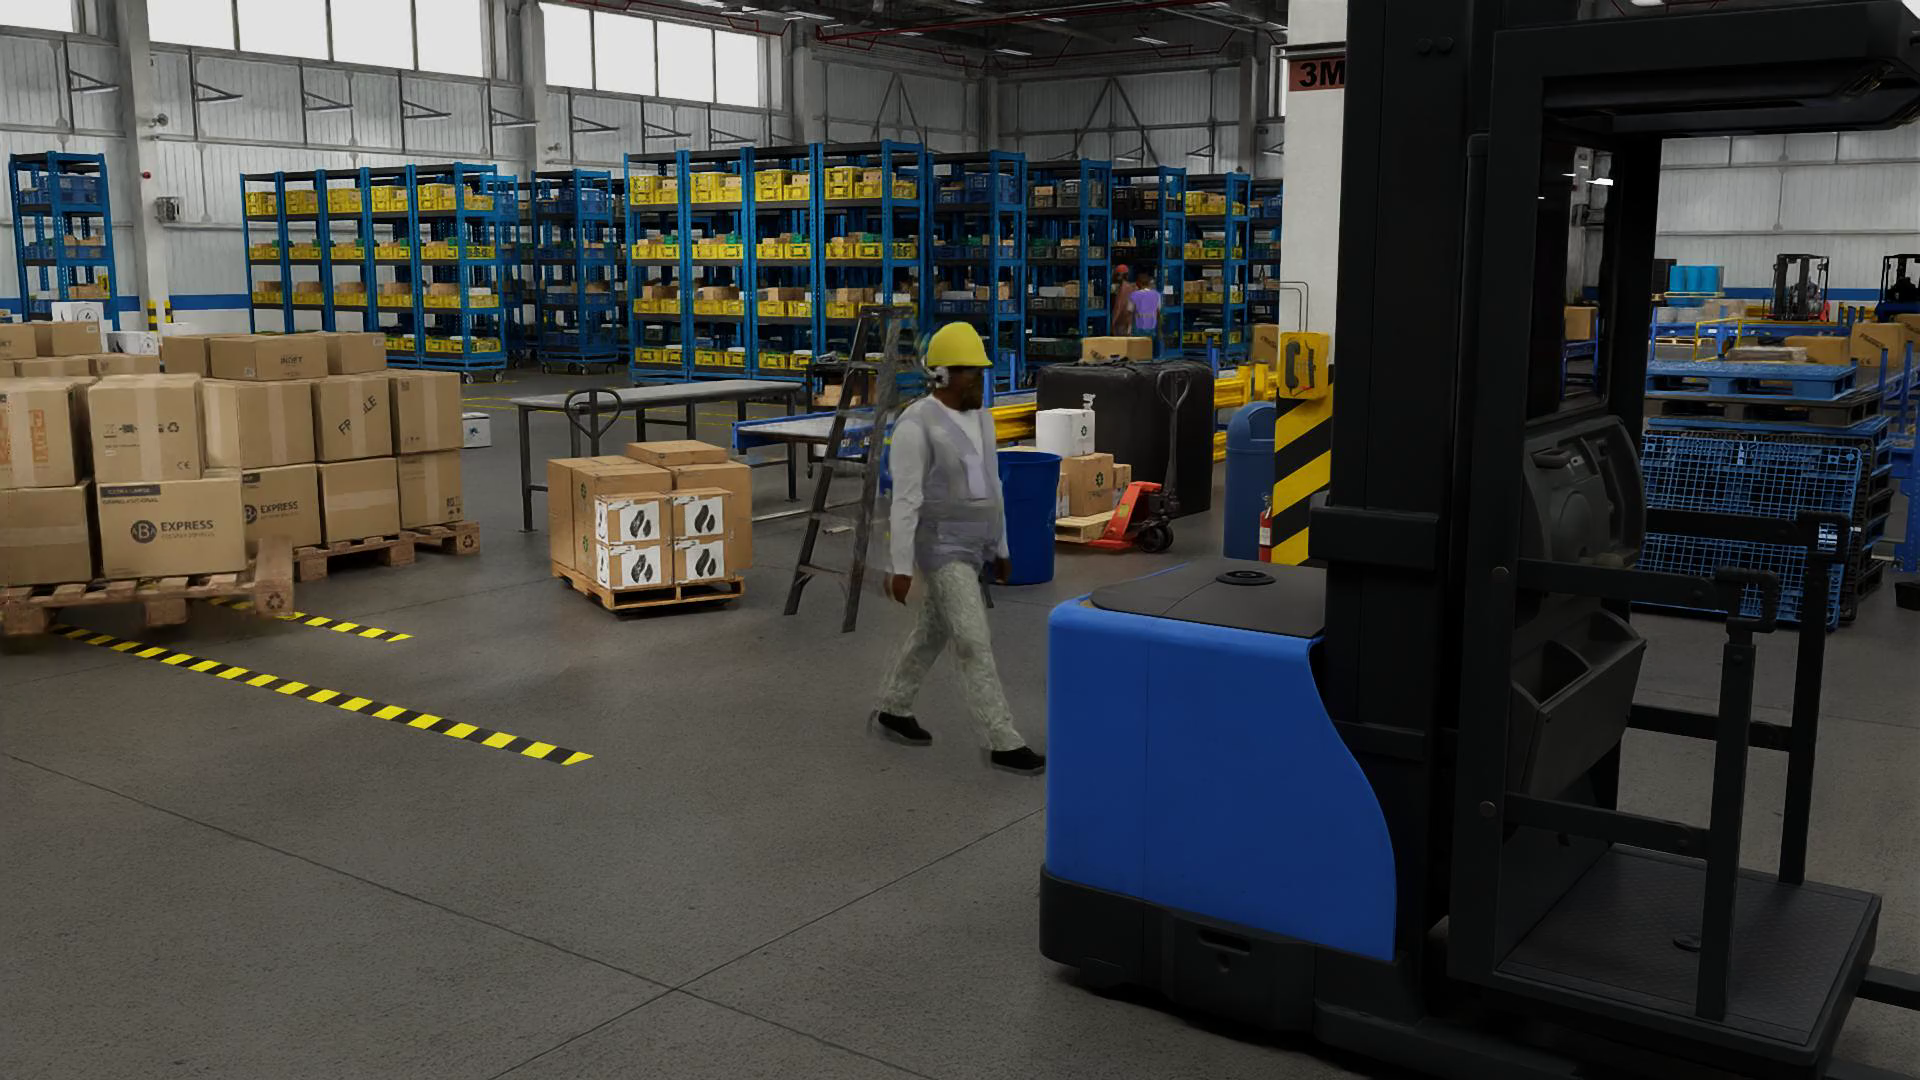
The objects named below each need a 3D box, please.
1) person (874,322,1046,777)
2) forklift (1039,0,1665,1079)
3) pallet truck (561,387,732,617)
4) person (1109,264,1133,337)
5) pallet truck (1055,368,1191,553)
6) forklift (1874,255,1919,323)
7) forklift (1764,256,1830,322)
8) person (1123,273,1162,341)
[{"bbox_3d":[-0.021,0.018,6.702,0.915,1.788,0.607,6,11,31],"label":"person"},{"bbox_3d":[1.249,-0.137,4.360,1.873,2.768,1.129,7,12,35],"label":"forklift"},{"bbox_3d":[-1.981,-0.274,10.088,0.680,1.201,1.601,-5,11,-28],"label":"pallet truck"},{"bbox_3d":[2.629,-3.561,27.512,0.670,1.961,0.651,1,10,7],"label":"person"},{"bbox_3d":[0.845,-0.609,11.869,1.630,1.274,0.653,7,12,35],"label":"pallet truck"},{"bbox_3d":[22.089,-5.634,38.796,1.157,1.987,2.680,6,11,33],"label":"forklift"},{"bbox_3d":[20.253,-5.854,40.139,1.157,1.987,2.680,7,12,35],"label":"forklift"},{"bbox_3d":[2.923,-3.387,26.843,0.597,1.821,0.617,-3,10,-20],"label":"person"}]
